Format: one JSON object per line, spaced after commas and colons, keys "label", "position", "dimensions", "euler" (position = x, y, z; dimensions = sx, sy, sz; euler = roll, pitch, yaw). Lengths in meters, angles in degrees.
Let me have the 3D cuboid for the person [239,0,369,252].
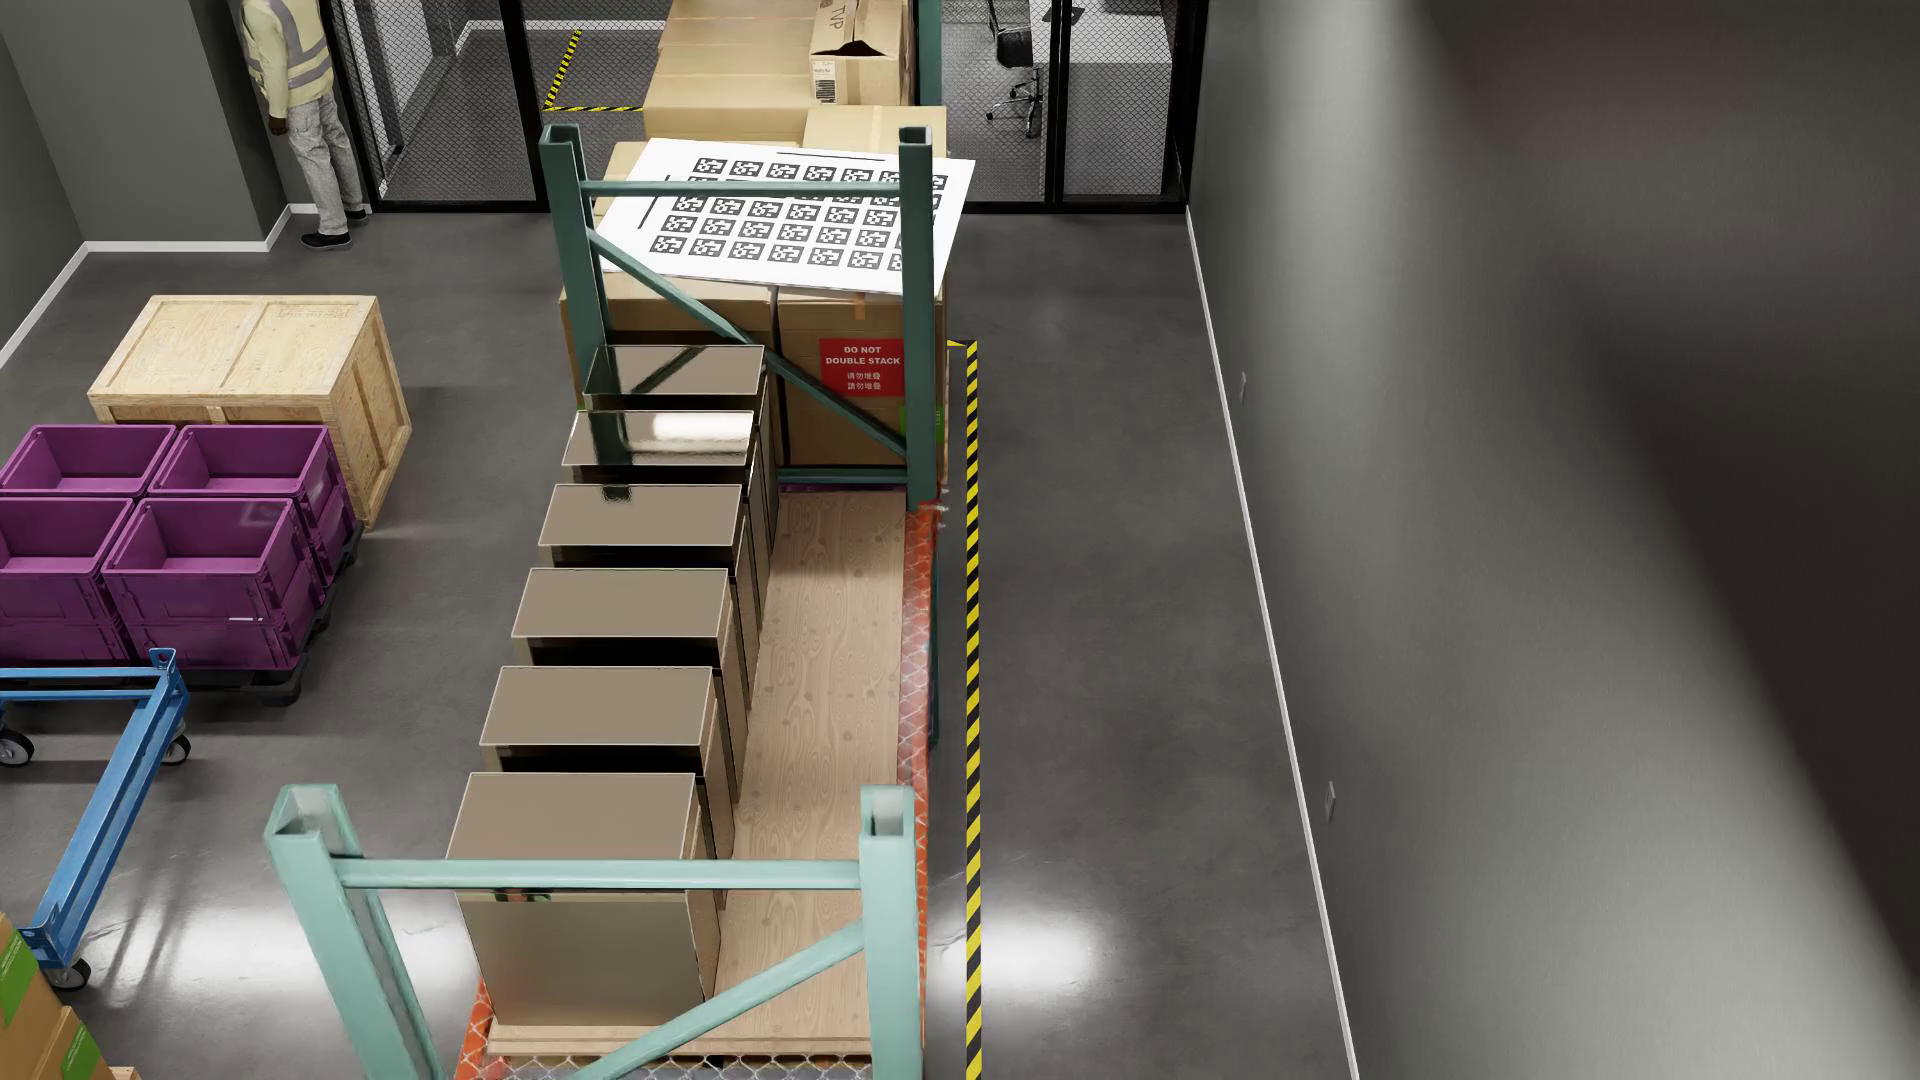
{"label": "person", "position": [-3.480, -2.388, 8.694], "dimensions": [0.403, 1.835, 0.586], "euler": [5, 41, 6]}
